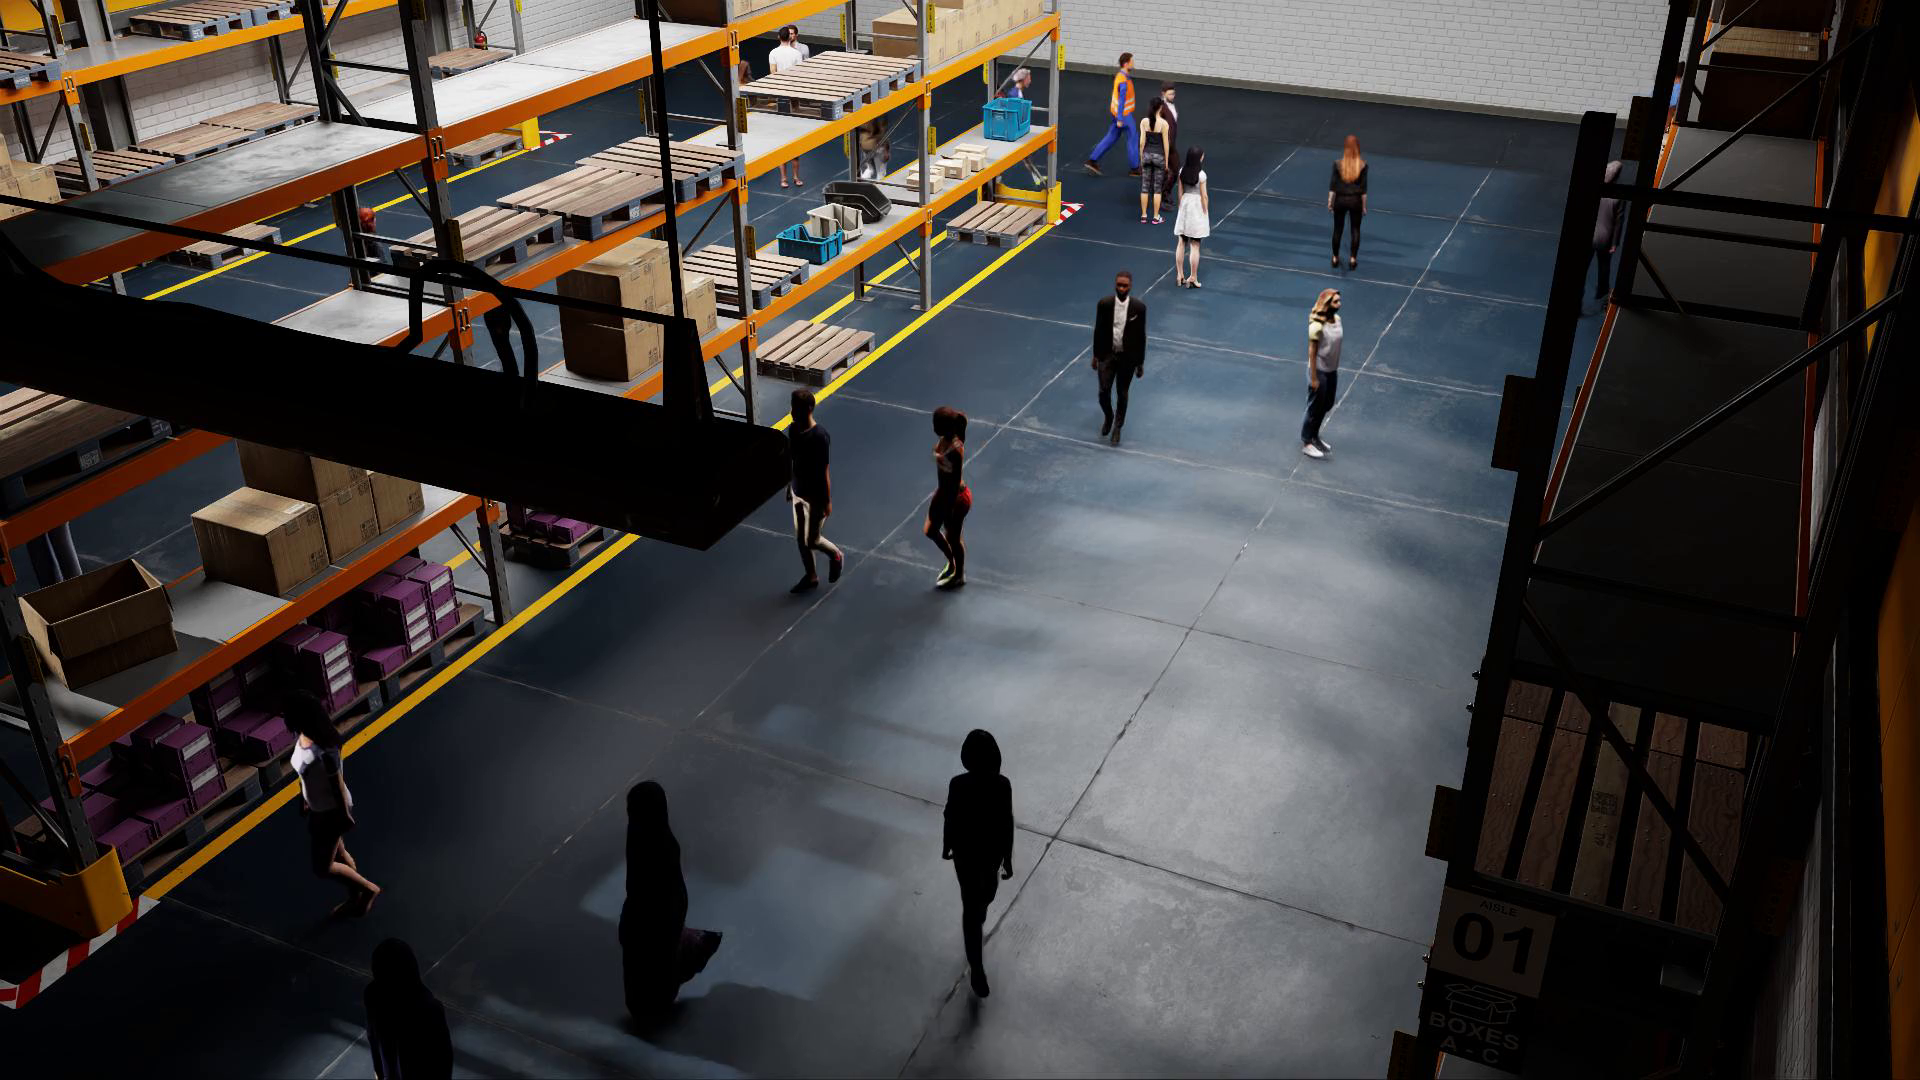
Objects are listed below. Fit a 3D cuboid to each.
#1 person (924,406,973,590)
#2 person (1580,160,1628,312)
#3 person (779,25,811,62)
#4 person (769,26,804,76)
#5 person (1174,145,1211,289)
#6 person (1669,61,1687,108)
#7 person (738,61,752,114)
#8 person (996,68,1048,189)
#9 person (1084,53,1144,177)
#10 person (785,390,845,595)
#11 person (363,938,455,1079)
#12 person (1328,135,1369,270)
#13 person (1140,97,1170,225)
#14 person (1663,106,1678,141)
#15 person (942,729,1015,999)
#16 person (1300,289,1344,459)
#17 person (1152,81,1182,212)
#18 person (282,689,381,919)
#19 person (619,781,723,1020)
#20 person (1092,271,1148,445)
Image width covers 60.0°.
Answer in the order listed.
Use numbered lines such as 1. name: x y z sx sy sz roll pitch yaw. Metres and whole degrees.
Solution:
1. person: 0.012 -0.349 13.872 0.804 1.763 0.754 -9 30 -16
2. person: 7.528 -3.551 19.705 0.812 1.798 1.169 16 32 26
3. person: -2.621 -7.248 26.428 0.740 1.851 0.664 4 29 8
4. person: -2.723 -7.127 26.190 0.755 1.864 0.745 -3 29 -5
5. person: 2.860 -3.994 20.542 0.749 1.774 0.737 -26 38 -38
6. person: 10.214 -5.942 24.071 1.303 1.815 1.047 -19 34 -31
7. person: -3.253 -6.278 24.795 0.713 1.711 0.599 0 29 0
8. person: 0.707 -5.863 23.964 1.059 1.778 1.187 -2 29 -4
9. person: 2.309 -6.281 24.679 1.153 1.827 1.257 -3 29 -5
10. person: -1.190 -0.408 13.895 0.791 1.844 0.845 24 37 37
11. person: -2.727 2.677 8.354 0.626 1.734 0.545 10 30 17
12. person: 4.908 -4.258 21.095 0.676 1.707 0.617 10 30 17
13. person: 2.651 -5.209 22.819 0.565 1.726 0.534 13 31 23
14. person: 9.451 -5.031 22.510 0.676 1.709 0.747 -12 31 -21
15. person: 0.122 1.922 9.826 0.969 1.649 1.259 -2 29 -3
16. person: 3.508 -1.652 16.302 0.770 1.723 0.609 23 36 36
17. person: 2.796 -5.528 23.289 0.832 1.836 0.614 15 32 26
18. person: -3.852 1.617 10.337 0.730 1.696 0.702 -22 36 -34
19. person: -1.689 2.052 9.636 0.982 1.603 0.863 -16 33 -27
20. person: 1.583 -1.845 16.582 0.762 1.794 0.731 5 29 10
